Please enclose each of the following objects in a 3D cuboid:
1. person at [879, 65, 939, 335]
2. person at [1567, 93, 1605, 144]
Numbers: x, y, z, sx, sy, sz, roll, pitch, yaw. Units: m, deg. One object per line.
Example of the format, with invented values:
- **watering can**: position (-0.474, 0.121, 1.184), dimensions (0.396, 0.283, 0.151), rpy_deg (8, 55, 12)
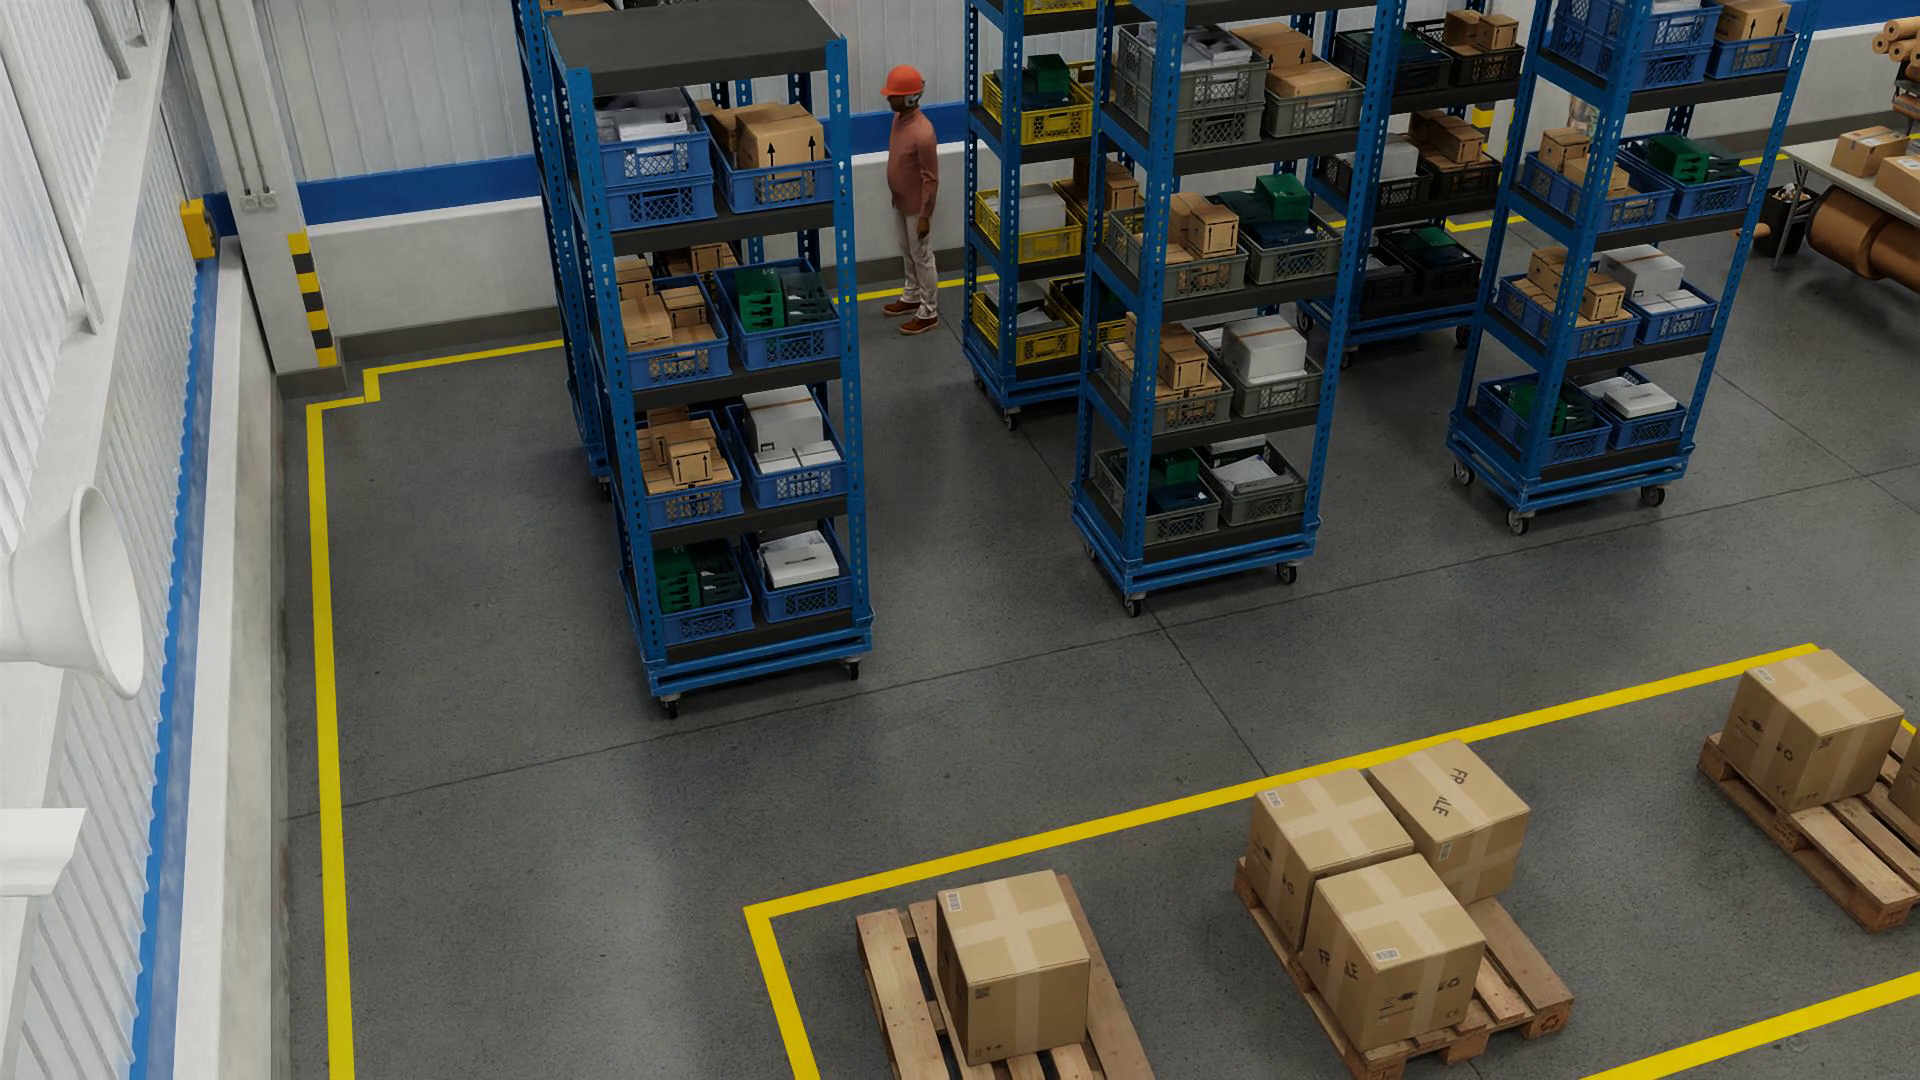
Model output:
- **person**: position (-0.366, -2.455, 12.029), dimensions (0.396, 1.992, 0.622), rpy_deg (-13, 37, -18)
- **person**: position (5.045, -3.246, 13.464), dimensions (0.317, 1.631, 0.517), rpy_deg (-1, 35, -1)
